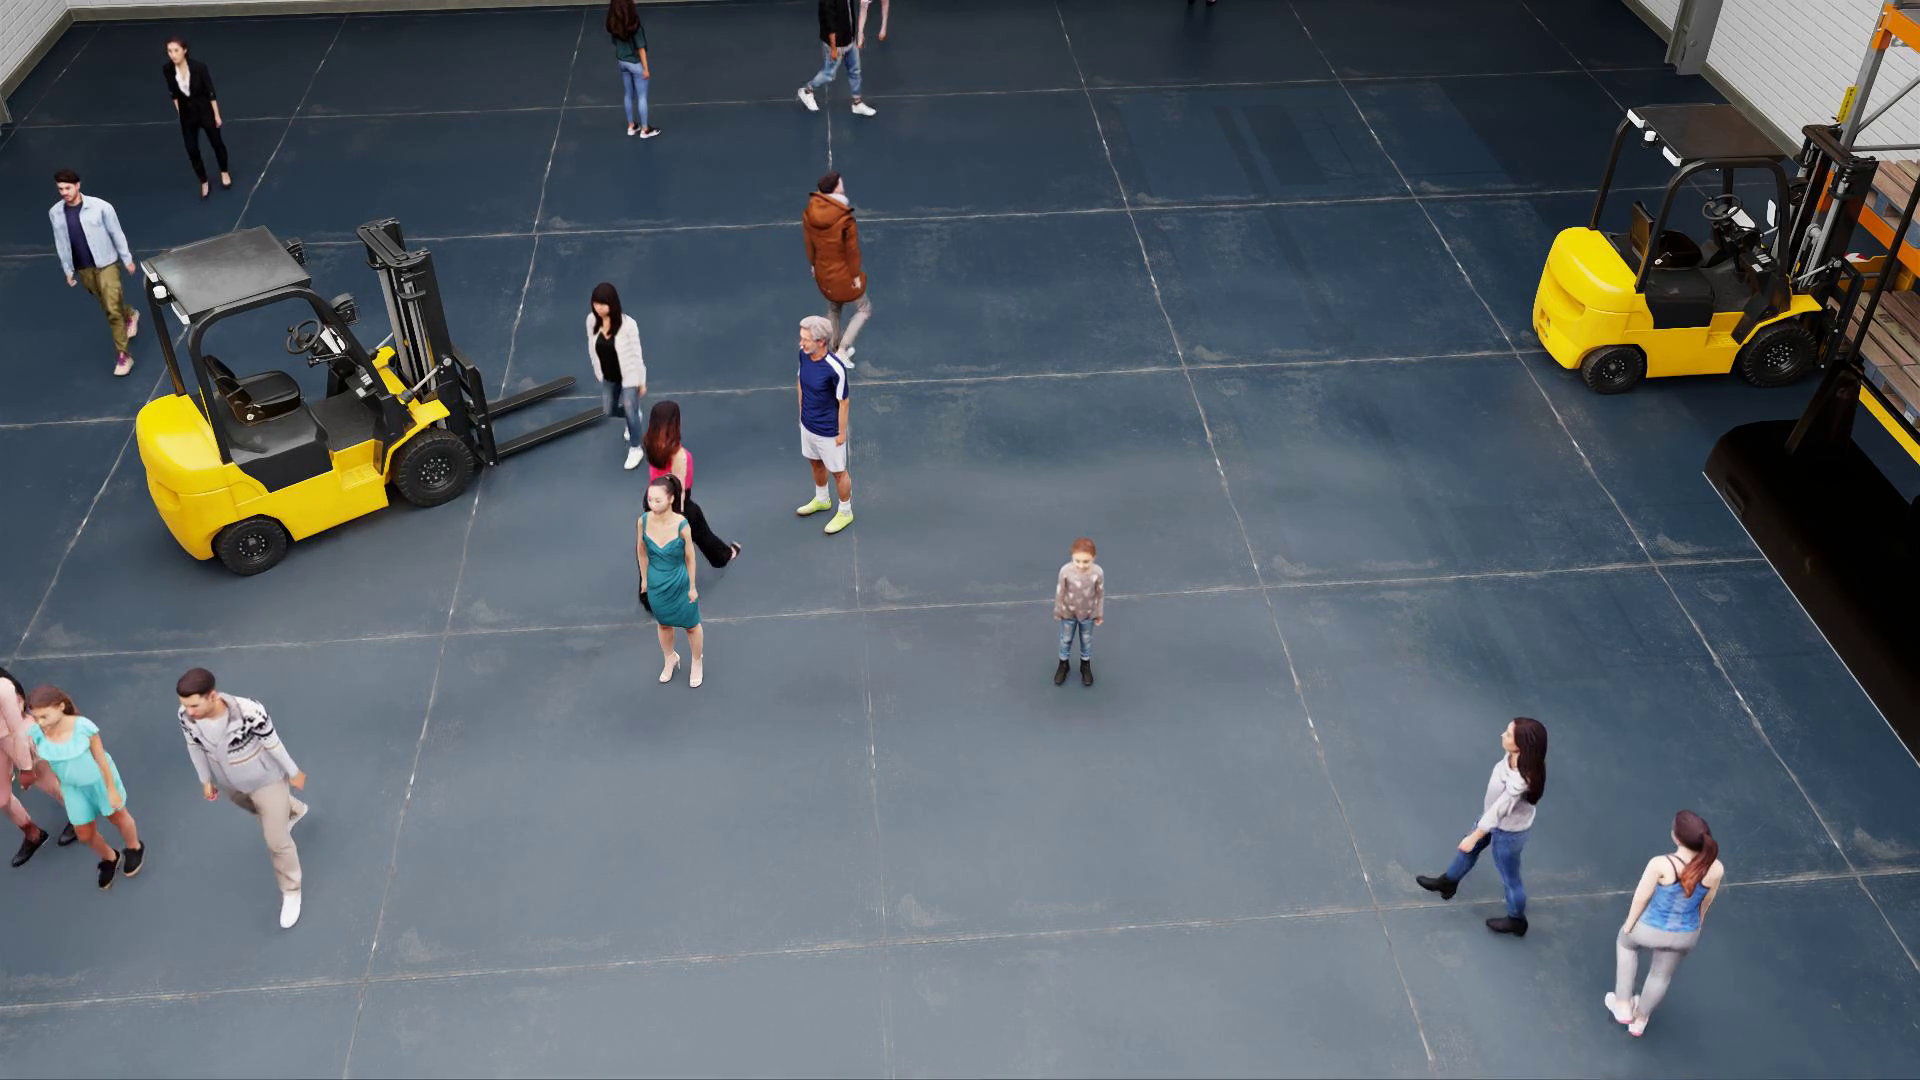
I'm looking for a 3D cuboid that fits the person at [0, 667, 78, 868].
[{"bbox_3d":[-5.568,1.174,9.927,0.750,1.700,0.837,10,40,12],"label":"person"}]

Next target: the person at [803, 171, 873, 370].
[{"bbox_3d":[-1.070,-2.220,14.073,0.874,1.829,0.919,22,44,25],"label":"person"}]

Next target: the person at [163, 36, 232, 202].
[{"bbox_3d":[-7.692,-4.339,16.875,0.638,1.643,0.758,-7,39,-9],"label":"person"}]

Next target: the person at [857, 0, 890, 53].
[{"bbox_3d":[-0.946,-6.736,19.785,0.870,1.758,1.083,15,41,18],"label":"person"}]

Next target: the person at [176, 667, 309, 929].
[{"bbox_3d":[-4.098,1.312,9.653,0.847,1.825,1.161,6,39,7],"label":"person"}]

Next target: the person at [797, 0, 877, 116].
[{"bbox_3d":[-1.424,-5.523,18.247,1.087,1.781,1.186,14,41,17],"label":"person"}]

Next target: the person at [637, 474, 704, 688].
[{"bbox_3d":[-1.915,0.289,11.045,0.599,1.687,0.578,8,39,10],"label":"person"}]

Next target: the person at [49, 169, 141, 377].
[{"bbox_3d":[-7.402,-2.387,14.324,0.691,1.776,1.138,-2,39,-3],"label":"person"}]

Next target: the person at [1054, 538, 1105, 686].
[{"bbox_3d":[0.805,0.460,11.225,0.512,1.195,0.503,3,39,4],"label":"person"}]

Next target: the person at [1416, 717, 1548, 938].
[{"bbox_3d":[3.176,1.659,9.399,0.923,1.601,0.955,13,40,16],"label":"person"}]

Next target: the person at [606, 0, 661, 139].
[{"bbox_3d":[-3.531,-5.135,17.895,0.712,1.614,0.757,21,43,24],"label":"person"}]

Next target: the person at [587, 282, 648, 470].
[{"bbox_3d":[-2.648,-1.355,13.152,0.757,1.627,0.841,9,40,11],"label":"person"}]

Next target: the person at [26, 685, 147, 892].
[{"bbox_3d":[-5.104,1.364,9.811,0.550,1.546,0.575,-6,39,-7],"label":"person"}]

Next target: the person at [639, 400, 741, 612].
[{"bbox_3d":[-2.087,-0.191,11.715,1.079,1.602,1.141,28,47,31],"label":"person"}]

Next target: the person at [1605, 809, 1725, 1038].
[{"bbox_3d":[3.750,2.111,8.837,0.652,1.596,0.650,9,39,11],"label":"person"}]

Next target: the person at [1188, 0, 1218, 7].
[{"bbox_3d":[3.096,-7.595,20.906,0.702,1.700,0.687,12,40,15],"label":"person"}]

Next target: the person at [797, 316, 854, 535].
[{"bbox_3d":[-1.015,-0.881,12.390,0.689,1.836,0.770,32,48,33],"label":"person"}]
